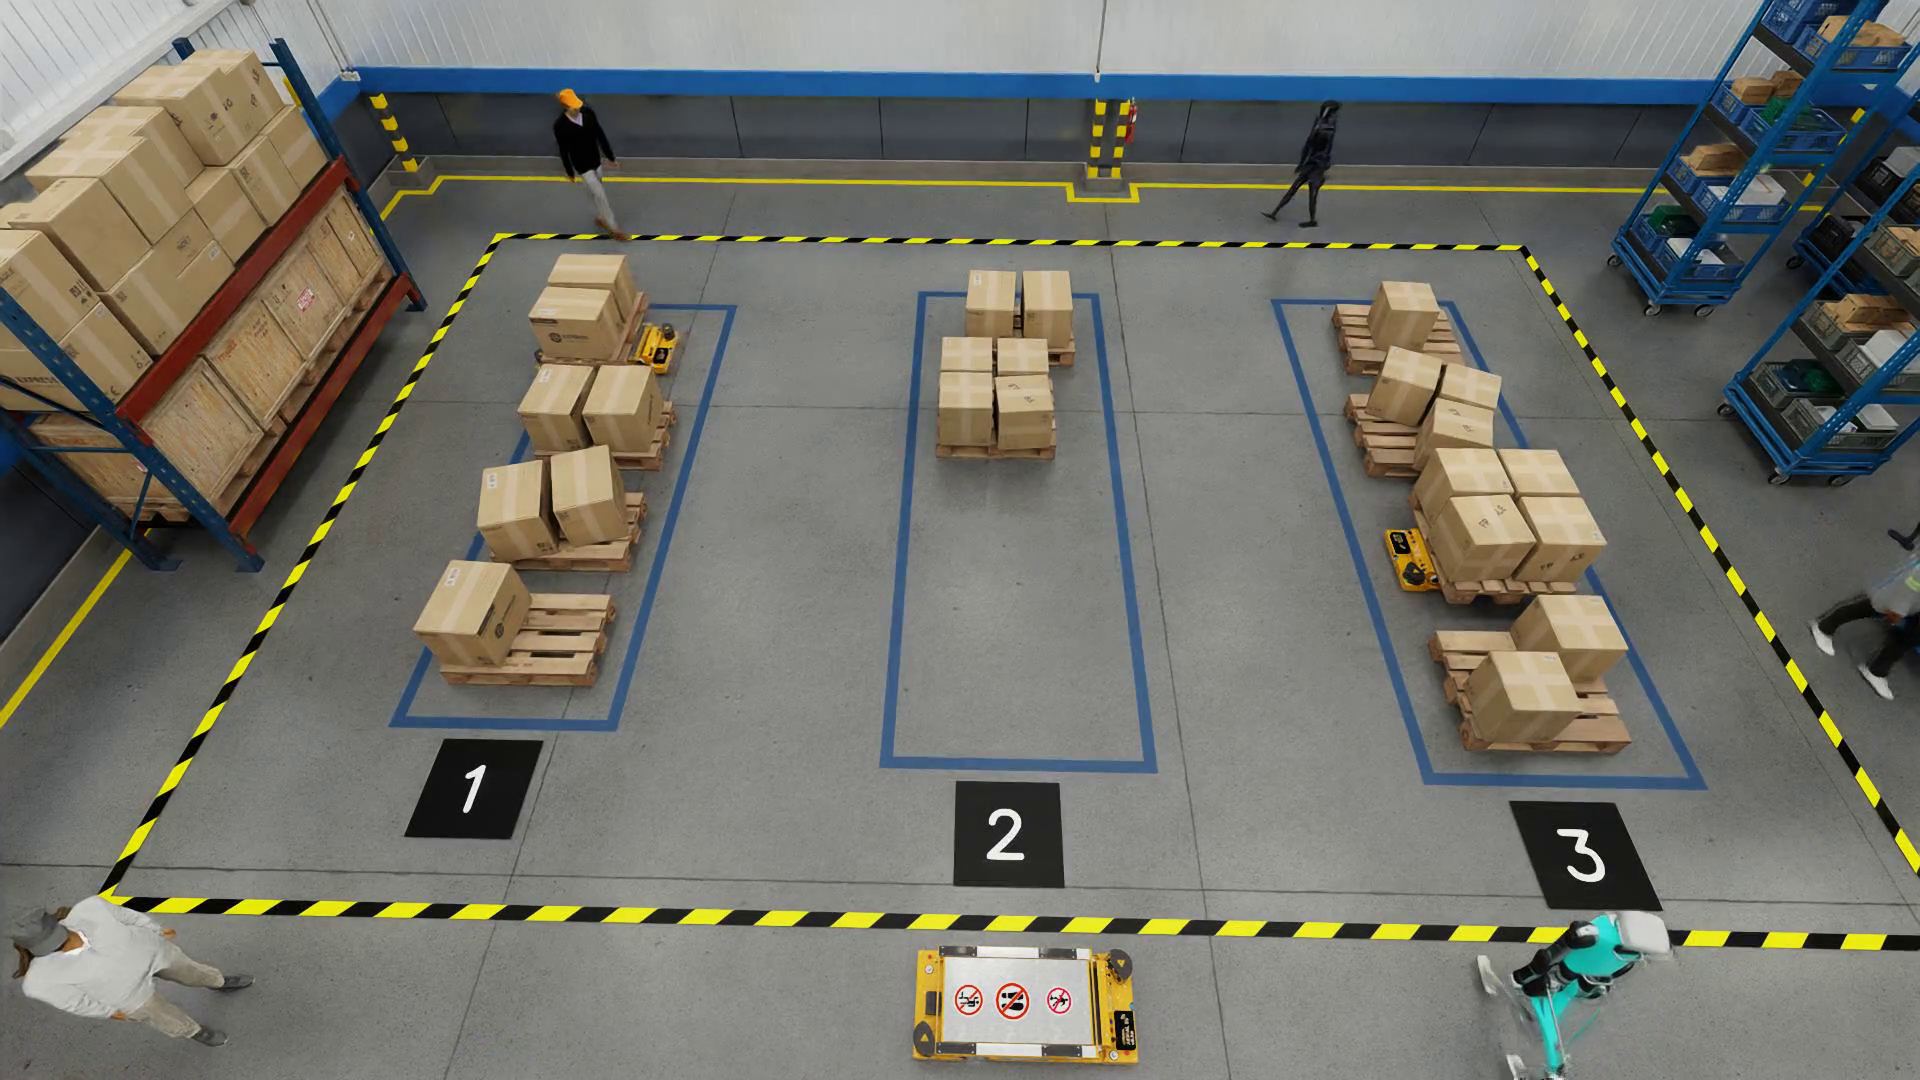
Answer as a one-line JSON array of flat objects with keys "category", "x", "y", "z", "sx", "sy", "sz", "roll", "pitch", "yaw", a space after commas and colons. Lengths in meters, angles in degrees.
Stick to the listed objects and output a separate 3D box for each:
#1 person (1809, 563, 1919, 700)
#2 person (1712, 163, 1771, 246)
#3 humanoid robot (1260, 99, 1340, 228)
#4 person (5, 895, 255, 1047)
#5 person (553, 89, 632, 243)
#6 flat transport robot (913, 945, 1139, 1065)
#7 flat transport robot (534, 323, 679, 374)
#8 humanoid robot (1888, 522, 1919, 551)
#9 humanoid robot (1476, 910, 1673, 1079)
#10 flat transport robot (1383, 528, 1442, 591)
[{"category": "person", "x": 7.471, "y": 0.498, "z": 7.077, "sx": 0.592, "sy": 1.820, "sz": 0.861, "roll": 2, "pitch": 51, "yaw": 2}, {"category": "person", "x": 9.104, "y": -4.133, "z": 10.875, "sx": 0.656, "sy": 1.783, "sz": 0.982, "roll": -20, "pitch": 54, "yaw": -15}, {"category": "humanoid robot", "x": 4.307, "y": -4.593, "z": 11.340, "sx": 0.752, "sy": 1.632, "sz": 0.608, "roll": -6, "pitch": 51, "yaw": -5}, {"category": "person", "x": -4.927, "y": 2.552, "z": 5.438, "sx": 0.397, "sy": 1.766, "sz": 0.565, "roll": 3, "pitch": 51, "yaw": 2}, {"category": "person", "x": -4.451, "y": -4.560, "z": 11.187, "sx": 0.847, "sy": 1.850, "sz": 0.580, "roll": 22, "pitch": 54, "yaw": 17}, {"category": "flat transport robot", "x": 0.422, "y": 3.041, "z": 6.007, "sx": 1.431, "sy": 0.231, "sz": 0.659, "roll": 1, "pitch": 51, "yaw": 1}, {"category": "flat transport robot", "x": -3.940, "y": -2.155, "z": 10.225, "sx": 1.431, "sy": 0.197, "sz": 0.652, "roll": 1, "pitch": 51, "yaw": 1}, {"category": "humanoid robot", "x": 8.951, "y": -0.540, "z": 8.009, "sx": 0.599, "sy": 1.654, "sz": 0.315, "roll": 1, "pitch": 51, "yaw": 1}, {"category": "humanoid robot", "x": 3.570, "y": 2.756, "z": 5.318, "sx": 0.556, "sy": 1.760, "sz": 1.043, "roll": 1, "pitch": 51, "yaw": 1}, {"category": "flat transport robot", "x": 4.689, "y": 0.155, "z": 8.342, "sx": 1.431, "sy": 0.197, "sz": 0.652, "roll": 1, "pitch": 51, "yaw": 1}]
